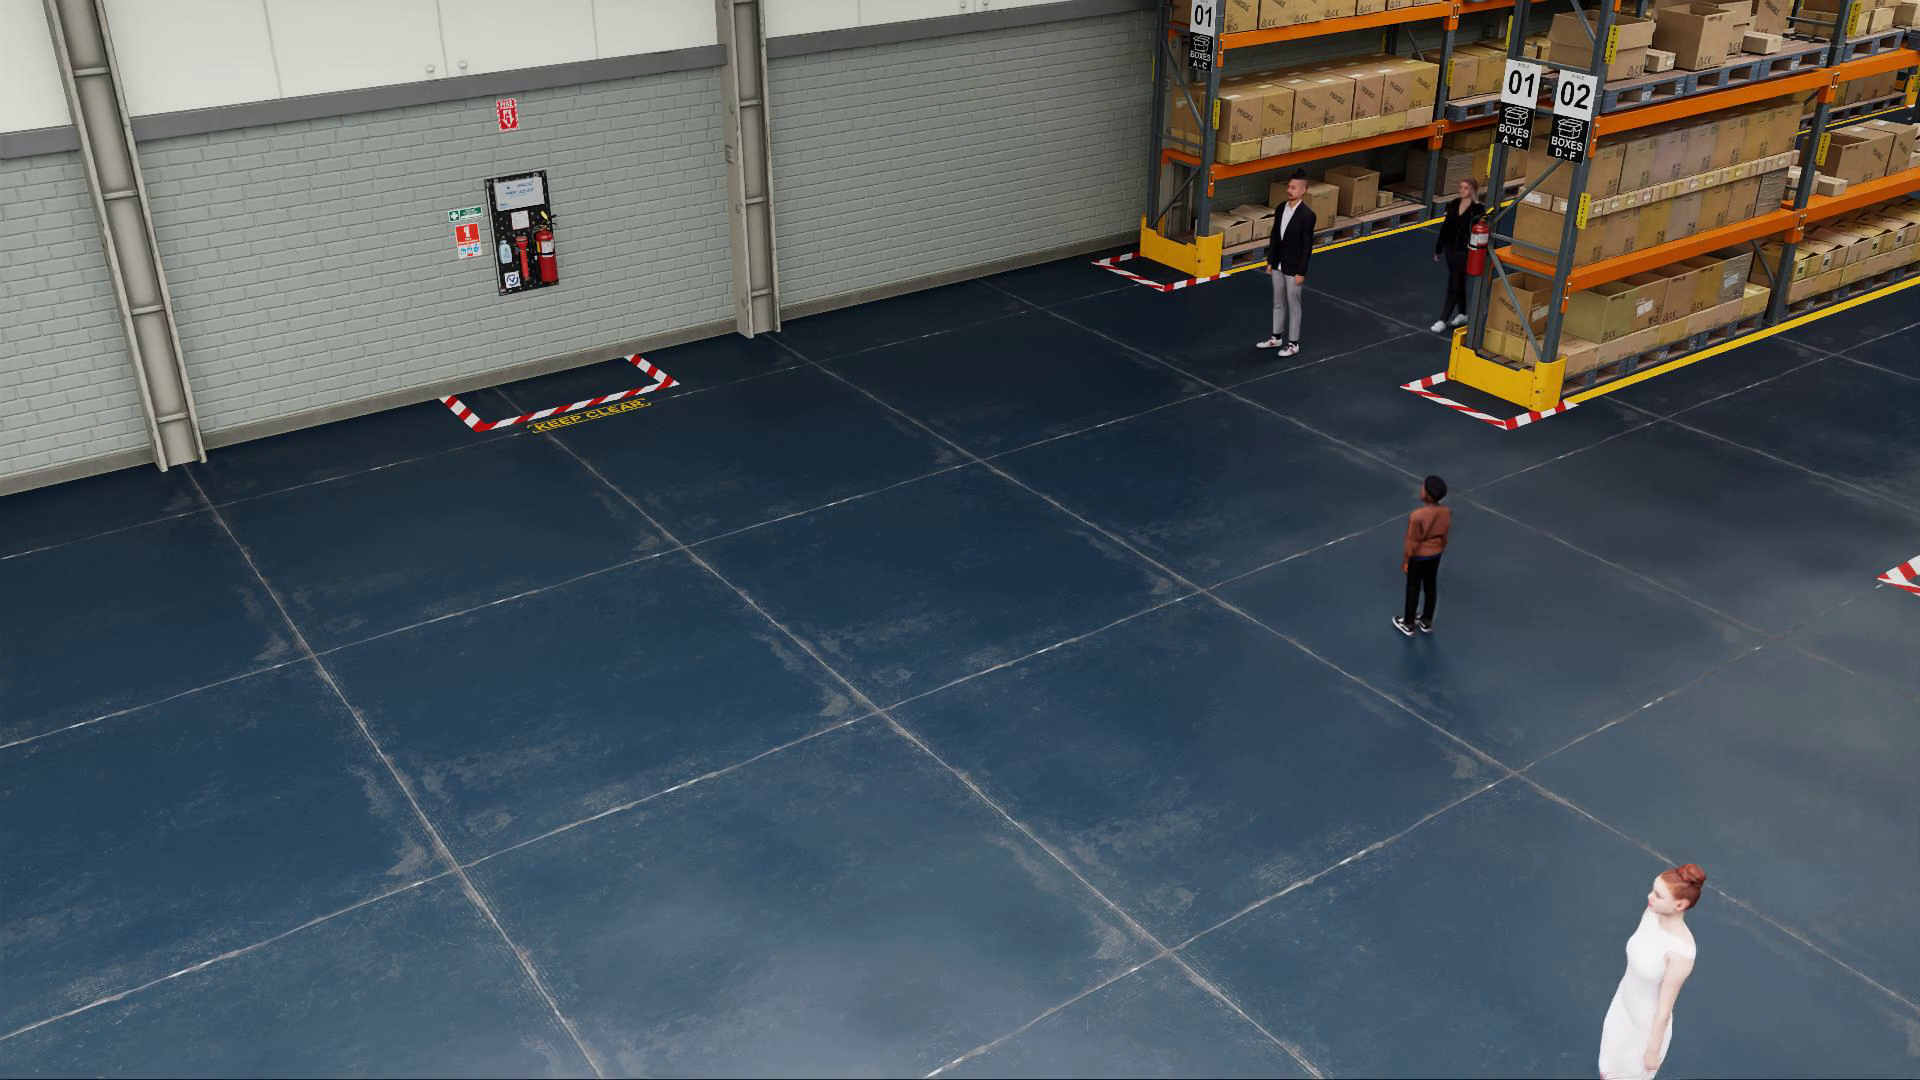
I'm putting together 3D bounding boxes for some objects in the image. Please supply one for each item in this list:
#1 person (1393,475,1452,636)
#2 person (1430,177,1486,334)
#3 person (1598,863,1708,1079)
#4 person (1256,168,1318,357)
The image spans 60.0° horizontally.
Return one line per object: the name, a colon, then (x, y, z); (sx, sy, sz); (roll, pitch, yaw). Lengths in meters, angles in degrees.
person: (3.412, 0.109, 12.214); (0.465, 1.253, 0.608); (-11, 29, -21)
person: (5.475, -3.102, 18.010); (0.974, 1.656, 0.686); (-21, 34, -35)
person: (3.192, 2.217, 7.551); (0.984, 1.775, 0.862); (0, 27, 0)
person: (3.434, -2.894, 17.285); (0.570, 1.950, 0.690); (-18, 32, -31)
